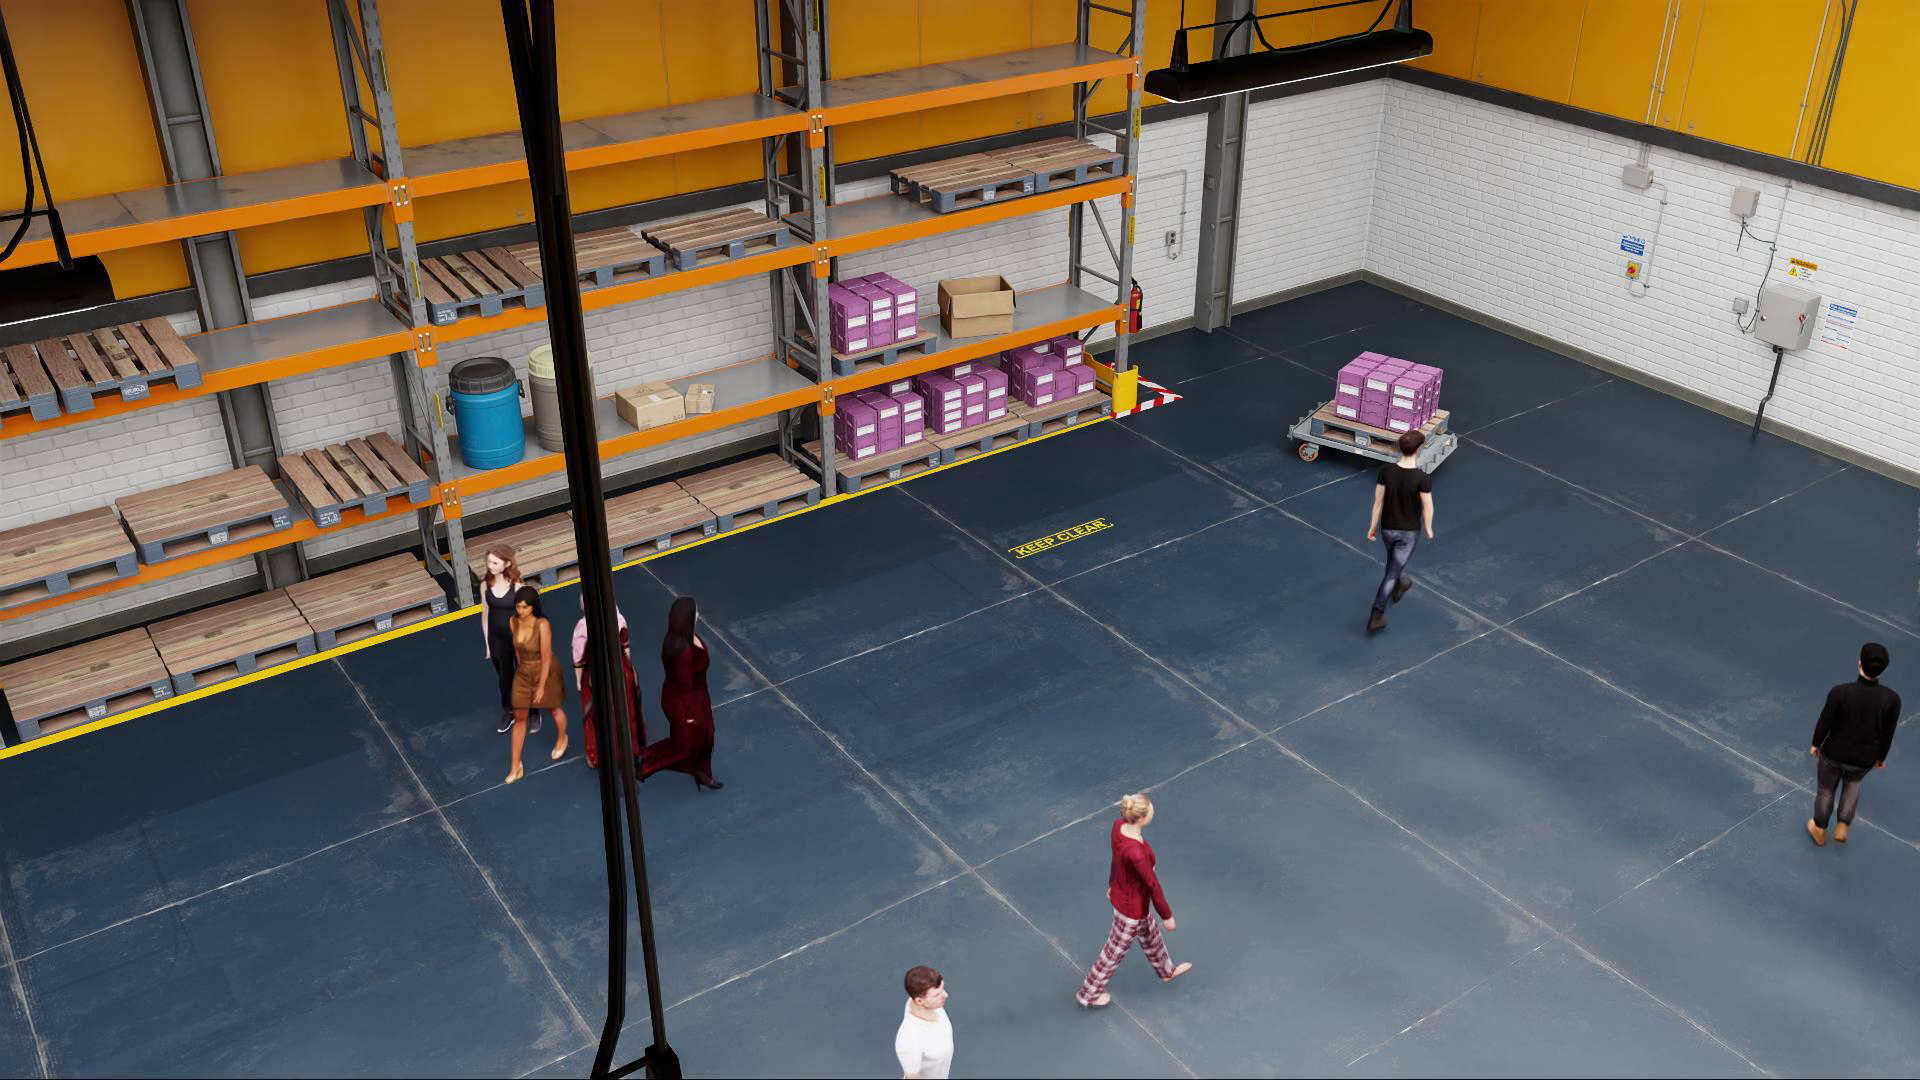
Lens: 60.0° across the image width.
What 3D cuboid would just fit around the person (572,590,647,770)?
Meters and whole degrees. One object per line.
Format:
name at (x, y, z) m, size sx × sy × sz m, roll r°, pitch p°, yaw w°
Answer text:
person at (-2.797, 1.075, 13.181) m, size 0.563 × 1.632 × 0.749 m, roll -16°, pitch 32°, yaw -26°

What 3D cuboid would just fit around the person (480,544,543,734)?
person at (-3.664, 0.786, 13.594) m, size 0.637 × 1.743 × 0.717 m, roll 2°, pitch 29°, yaw 3°

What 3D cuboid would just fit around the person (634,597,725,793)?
person at (-2.196, 1.254, 12.760) m, size 1.062 × 1.721 × 0.898 m, roll -4°, pitch 29°, yaw -8°

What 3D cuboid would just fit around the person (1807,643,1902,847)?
person at (6.547, 1.561, 12.200) m, size 0.809 × 1.718 × 0.861 m, roll 7°, pitch 29°, yaw 13°

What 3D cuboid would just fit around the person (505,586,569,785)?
person at (-3.279, 1.067, 13.168) m, size 0.885 × 1.657 × 1.013 m, roll 10°, pitch 30°, yaw 18°

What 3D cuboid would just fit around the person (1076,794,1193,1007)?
person at (1.031, 2.374, 10.770) m, size 1.150 × 1.659 × 0.904 m, roll -5°, pitch 29°, yaw -10°

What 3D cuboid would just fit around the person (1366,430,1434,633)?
person at (3.923, -0.037, 14.990) m, size 0.903 × 1.850 × 1.295 m, roll 21°, pitch 35°, yaw 33°

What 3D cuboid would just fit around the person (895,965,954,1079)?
person at (-0.211, 3.094, 9.252) m, size 0.775 × 1.851 × 0.718 m, roll 4°, pitch 29°, yaw 8°
